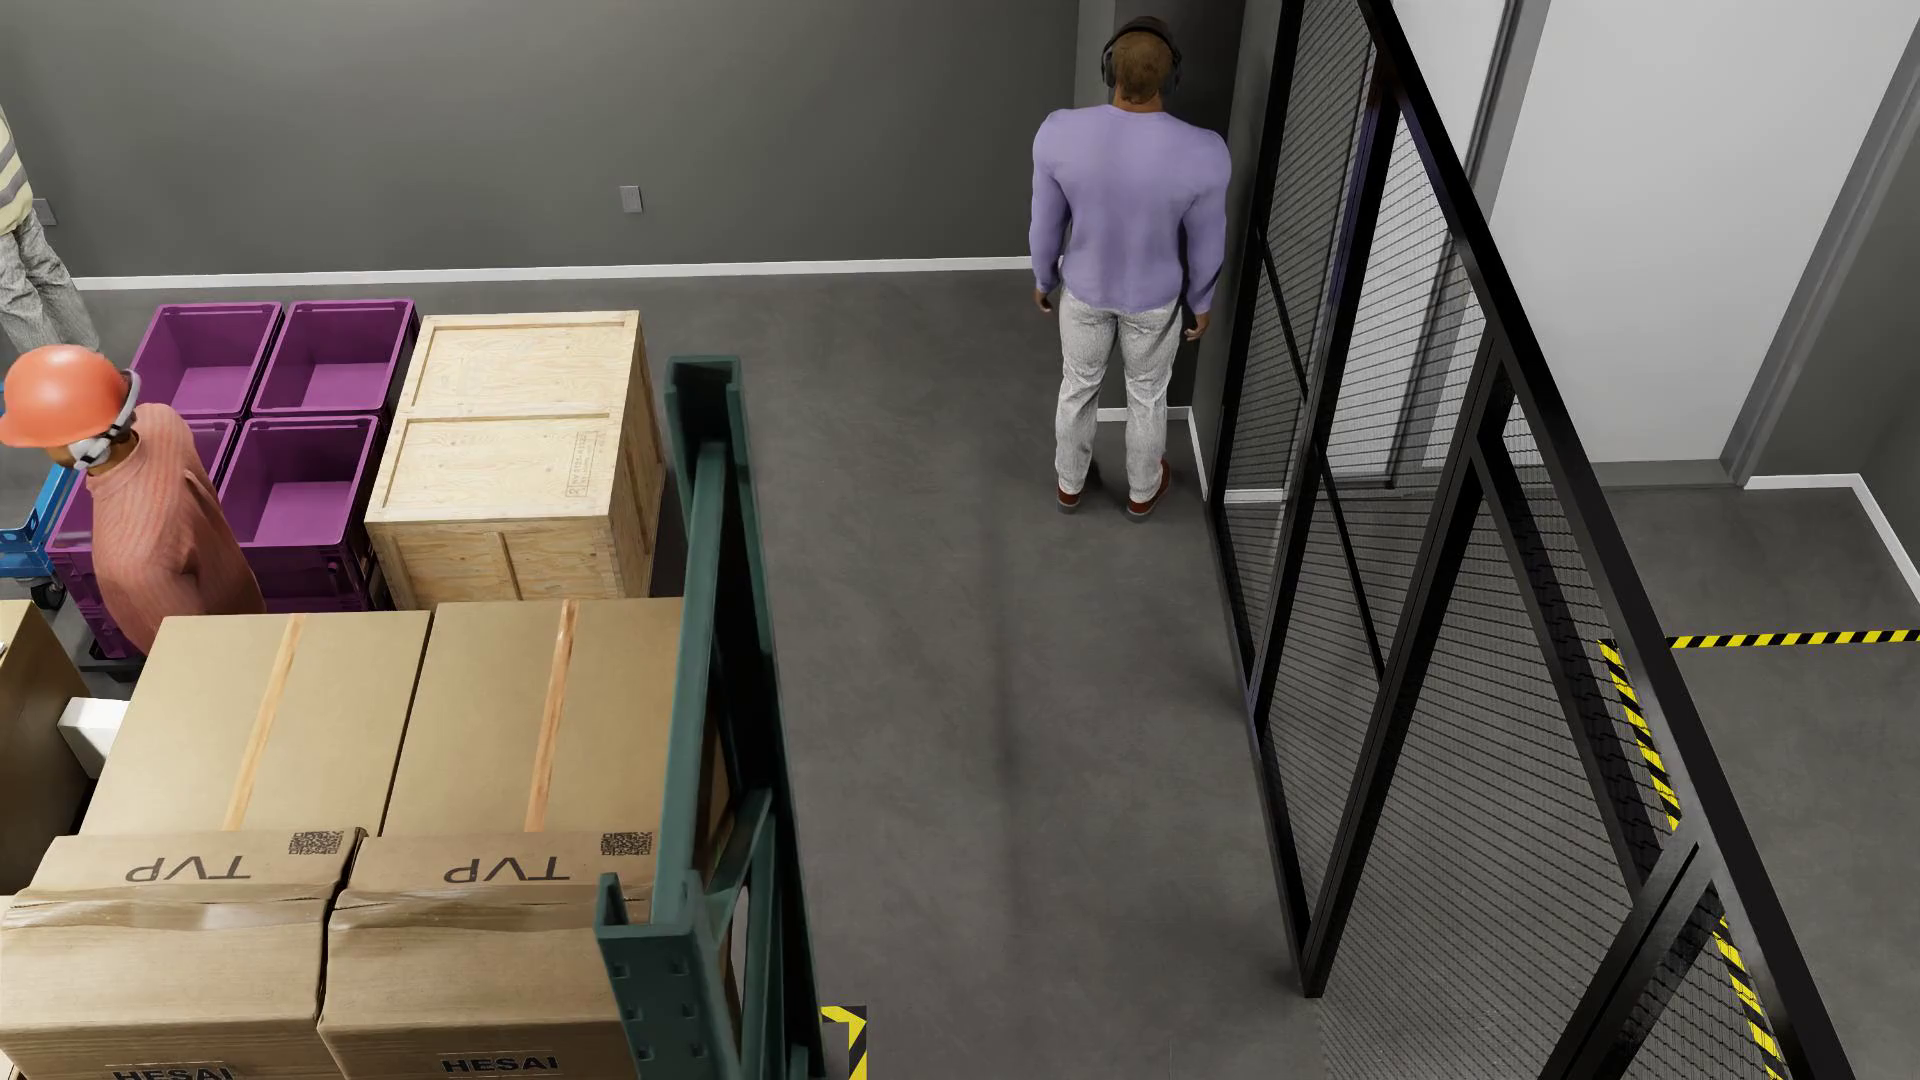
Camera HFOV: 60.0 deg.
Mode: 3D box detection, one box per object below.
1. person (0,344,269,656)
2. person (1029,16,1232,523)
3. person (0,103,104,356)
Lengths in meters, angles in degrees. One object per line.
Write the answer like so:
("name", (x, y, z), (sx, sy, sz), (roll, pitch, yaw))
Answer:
("person", (-2.042, 0.258, 4.472), (0.383, 1.994, 0.609), (-12, 47, -11))
("person", (0.544, -0.842, 5.559), (0.635, 1.939, 0.354), (10, 47, 9))
("person", (-3.536, -1.193, 5.968), (0.404, 1.833, 0.590), (0, 46, 0))
